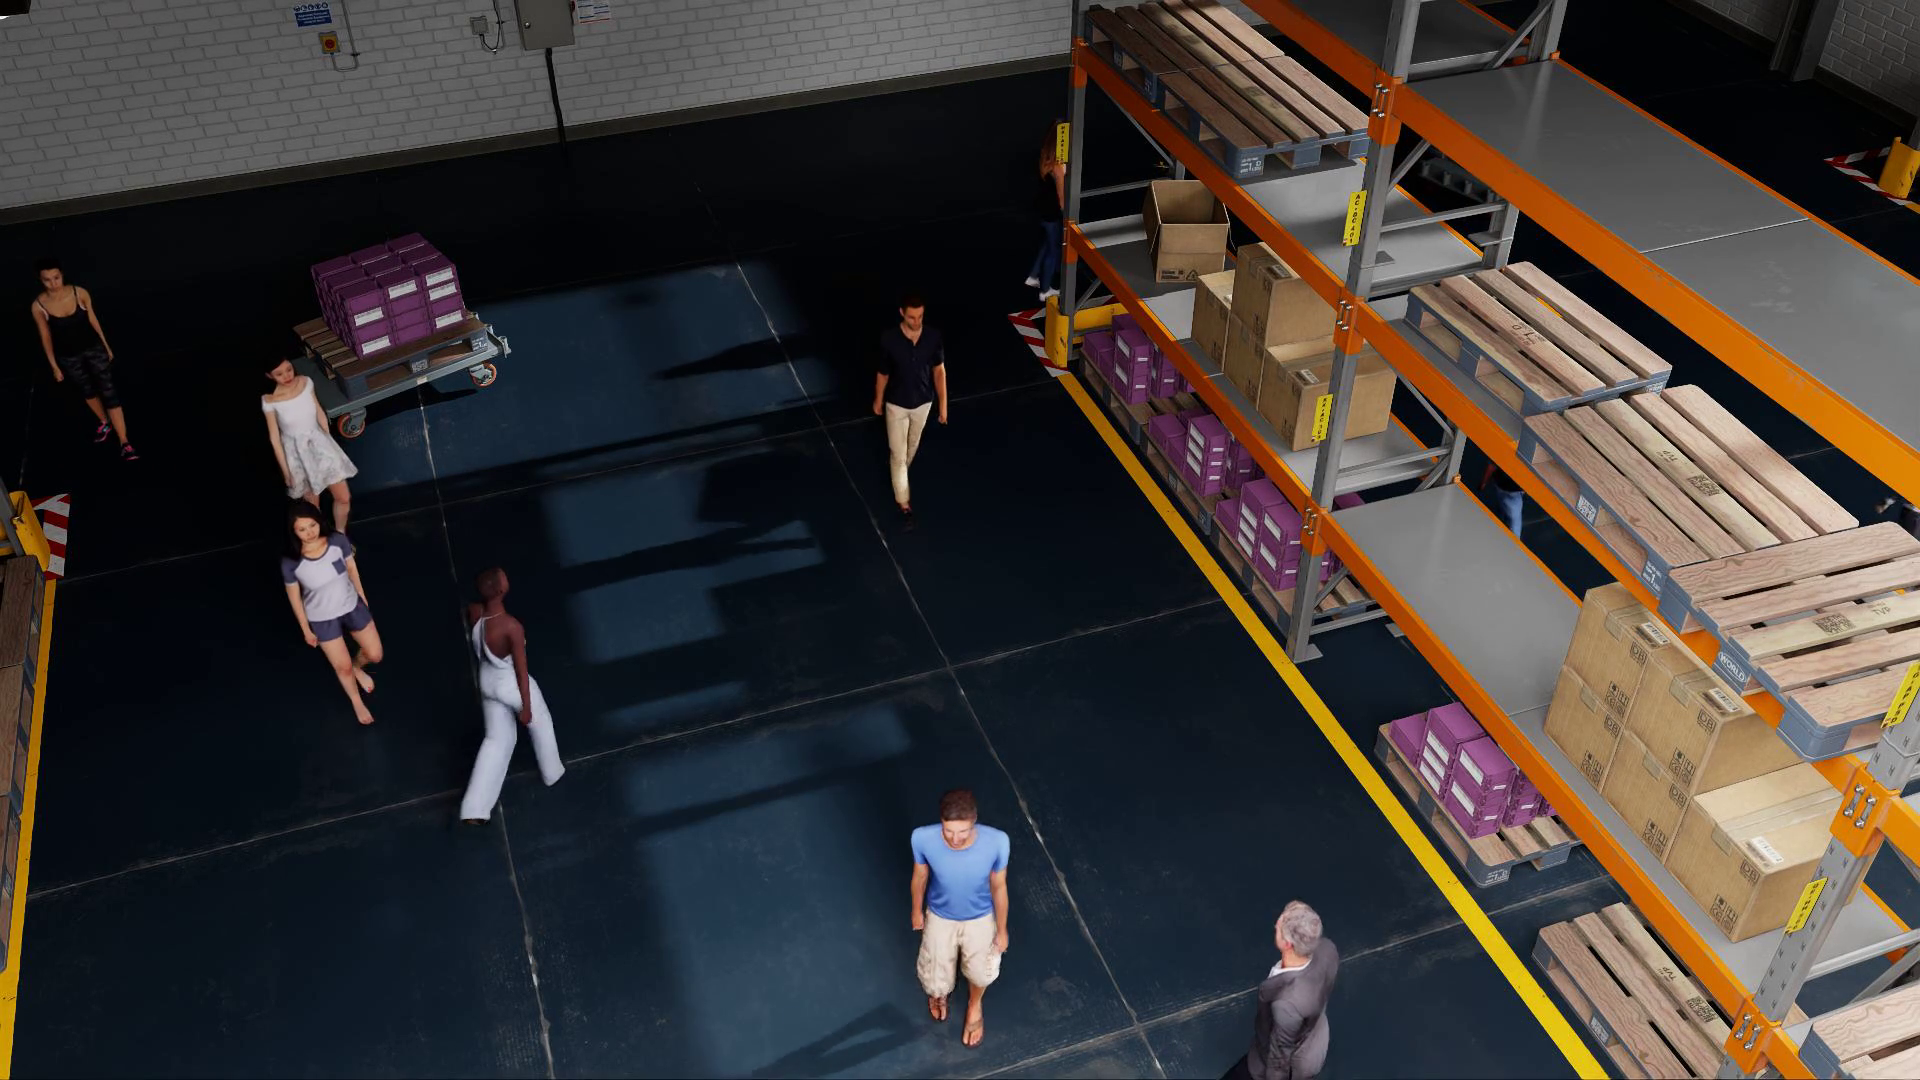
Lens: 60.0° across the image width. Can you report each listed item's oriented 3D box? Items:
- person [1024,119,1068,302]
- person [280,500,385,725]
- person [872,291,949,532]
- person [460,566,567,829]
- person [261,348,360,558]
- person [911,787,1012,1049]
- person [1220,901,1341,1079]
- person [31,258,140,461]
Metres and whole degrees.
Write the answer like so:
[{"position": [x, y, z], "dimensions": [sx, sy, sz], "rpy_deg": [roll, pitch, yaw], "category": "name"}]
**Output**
[{"position": [0.717, -2.814, 14.352], "dimensions": [0.627, 1.710, 0.536], "rpy_deg": [-13, 41, -16], "category": "person"}, {"position": [-3.910, 0.408, 10.330], "dimensions": [0.707, 1.693, 0.753], "rpy_deg": [-28, 47, -31], "category": "person"}, {"position": [-0.395, -1.052, 12.061], "dimensions": [0.698, 1.814, 1.076], "rpy_deg": [-10, 40, -12], "category": "person"}, {"position": [-2.674, 0.945, 9.610], "dimensions": [1.001, 1.753, 1.043], "rpy_deg": [21, 43, 25], "category": "person"}, {"position": [-4.568, -0.592, 11.527], "dimensions": [0.841, 1.762, 0.786], "rpy_deg": [30, 47, 32], "category": "person"}, {"position": [0.013, 1.814, 8.445], "dimensions": [0.765, 1.848, 0.801], "rpy_deg": [-1, 39, -1], "category": "person"}, {"position": [1.593, 2.398, 7.742], "dimensions": [0.885, 1.813, 0.852], "rpy_deg": [21, 43, 24], "category": "person"}, {"position": [-6.679, -1.428, 12.633], "dimensions": [0.706, 1.688, 0.981], "rpy_deg": [-18, 42, -21], "category": "person"}]
